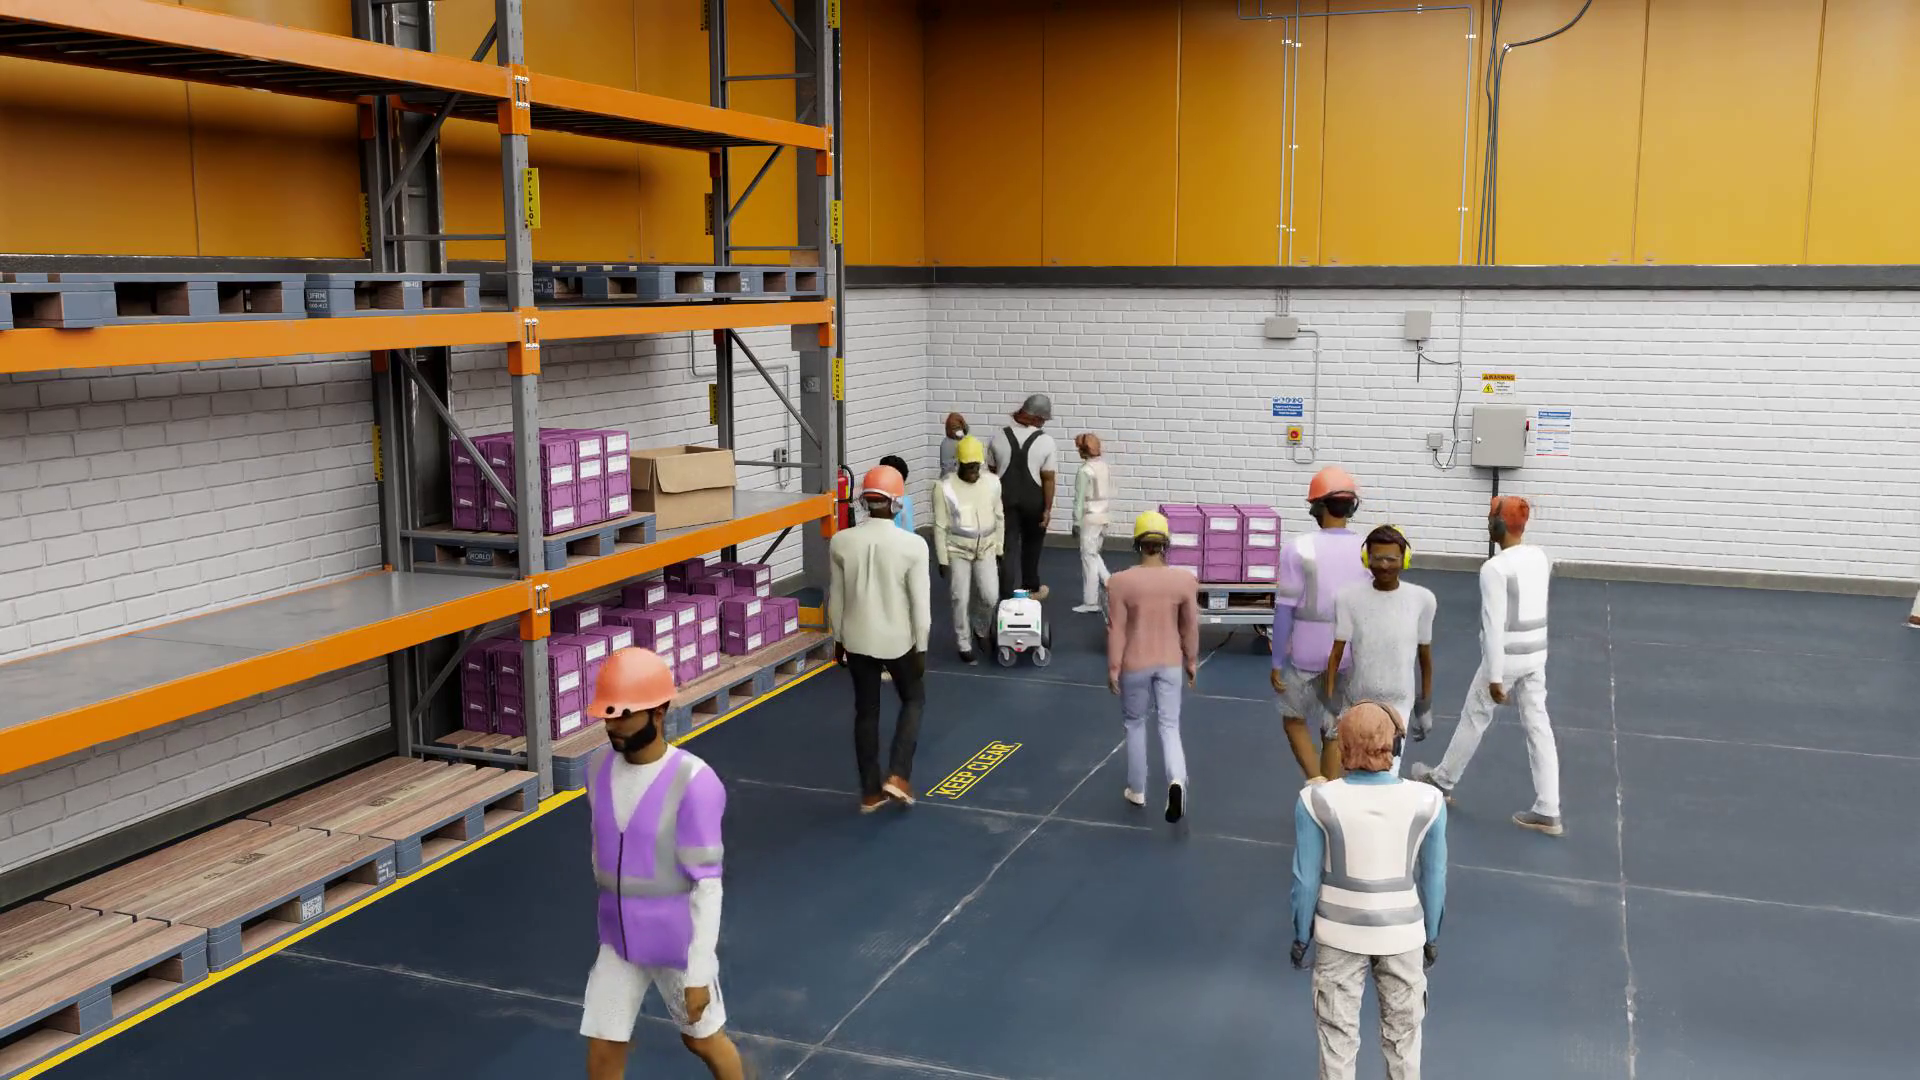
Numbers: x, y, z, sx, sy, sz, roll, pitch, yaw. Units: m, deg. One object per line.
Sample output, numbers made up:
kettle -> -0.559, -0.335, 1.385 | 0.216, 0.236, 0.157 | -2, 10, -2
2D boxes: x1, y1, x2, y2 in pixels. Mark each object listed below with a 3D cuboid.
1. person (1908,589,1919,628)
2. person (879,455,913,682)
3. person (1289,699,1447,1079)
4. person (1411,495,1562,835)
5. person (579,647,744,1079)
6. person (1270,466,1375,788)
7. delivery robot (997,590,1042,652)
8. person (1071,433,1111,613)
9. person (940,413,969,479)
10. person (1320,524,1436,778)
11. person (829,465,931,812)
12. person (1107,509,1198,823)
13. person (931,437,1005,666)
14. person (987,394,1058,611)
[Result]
person -> 8.592, -0.100, 14.038 | 0.981, 1.813, 0.553 | 5, 10, 26
person -> -0.494, 0.211, 12.470 | 0.315, 1.696, 0.541 | 1, 9, 8
person -> 1.357, 1.343, 5.553 | 0.514, 1.636, 0.314 | 1, 9, 4
person -> 2.989, 0.656, 9.249 | 0.574, 1.823, 0.993 | -6, 11, -31
person -> -0.965, 1.255, 5.325 | 0.560, 1.892, 0.982 | 5, 10, 28
person -> 1.970, 0.622, 8.877 | 0.645, 2.018, 0.606 | -1, 9, -9
delivery robot -> 0.472, 0.635, 13.087 | 0.477, 0.478, 0.707 | 0, 9, 3
person -> 1.186, -0.155, 14.956 | 0.352, 1.625, 0.550 | 6, 11, 33
person -> -0.058, -0.561, 17.630 | 0.410, 1.596, 0.629 | 4, 10, 23
person -> 2.108, 0.800, 8.385 | 0.529, 1.831, 0.950 | 3, 10, 19
person -> -0.444, 0.562, 9.385 | 0.618, 1.982, 0.432 | 2, 9, 14
person -> 1.087, 0.703, 9.265 | 0.532, 1.739, 0.737 | -1, 9, -7
person -> 0.085, 0.097, 12.873 | 0.622, 1.798, 0.477 | -3, 10, -18
person -> 0.583, -0.383, 15.119 | 0.688, 2.000, 0.907 | 2, 9, 15
